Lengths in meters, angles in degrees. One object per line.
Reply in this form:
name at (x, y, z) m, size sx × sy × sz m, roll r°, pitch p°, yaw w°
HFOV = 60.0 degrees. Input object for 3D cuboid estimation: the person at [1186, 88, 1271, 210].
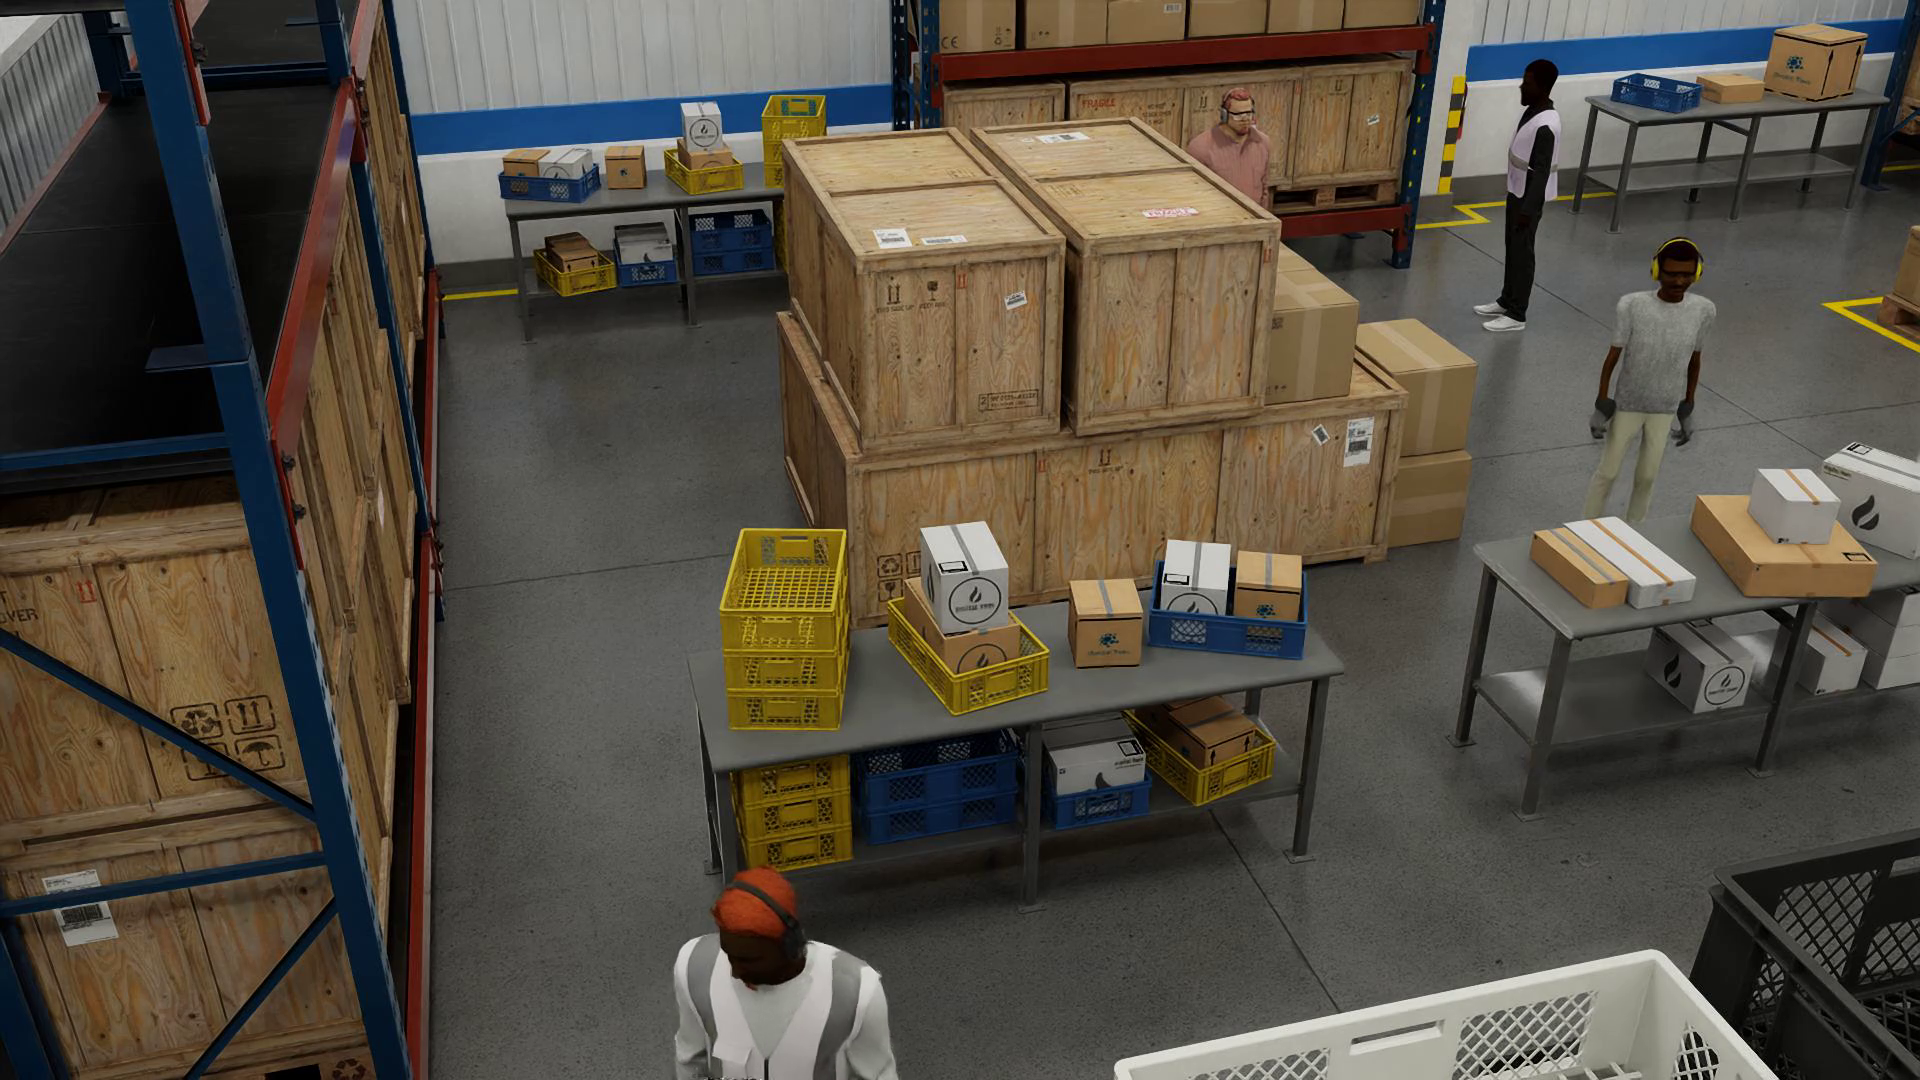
person at (1.793, -2.069, 11.161) m, size 0.636 × 1.909 × 0.406 m, roll -11°, pitch 31°, yaw -19°

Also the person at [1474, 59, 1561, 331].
person at (4.023, -2.441, 11.824) m, size 0.392 × 1.919 × 0.590 m, roll 3°, pitch 29°, yaw 5°

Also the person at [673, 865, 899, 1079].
person at (-0.450, 1.609, 4.525) m, size 0.633 × 1.868 × 0.376 m, roll 4°, pitch 29°, yaw 8°

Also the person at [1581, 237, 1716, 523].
person at (3.575, -0.679, 8.682) m, size 0.533 × 1.863 × 0.310 m, roll 3°, pitch 29°, yaw 6°
